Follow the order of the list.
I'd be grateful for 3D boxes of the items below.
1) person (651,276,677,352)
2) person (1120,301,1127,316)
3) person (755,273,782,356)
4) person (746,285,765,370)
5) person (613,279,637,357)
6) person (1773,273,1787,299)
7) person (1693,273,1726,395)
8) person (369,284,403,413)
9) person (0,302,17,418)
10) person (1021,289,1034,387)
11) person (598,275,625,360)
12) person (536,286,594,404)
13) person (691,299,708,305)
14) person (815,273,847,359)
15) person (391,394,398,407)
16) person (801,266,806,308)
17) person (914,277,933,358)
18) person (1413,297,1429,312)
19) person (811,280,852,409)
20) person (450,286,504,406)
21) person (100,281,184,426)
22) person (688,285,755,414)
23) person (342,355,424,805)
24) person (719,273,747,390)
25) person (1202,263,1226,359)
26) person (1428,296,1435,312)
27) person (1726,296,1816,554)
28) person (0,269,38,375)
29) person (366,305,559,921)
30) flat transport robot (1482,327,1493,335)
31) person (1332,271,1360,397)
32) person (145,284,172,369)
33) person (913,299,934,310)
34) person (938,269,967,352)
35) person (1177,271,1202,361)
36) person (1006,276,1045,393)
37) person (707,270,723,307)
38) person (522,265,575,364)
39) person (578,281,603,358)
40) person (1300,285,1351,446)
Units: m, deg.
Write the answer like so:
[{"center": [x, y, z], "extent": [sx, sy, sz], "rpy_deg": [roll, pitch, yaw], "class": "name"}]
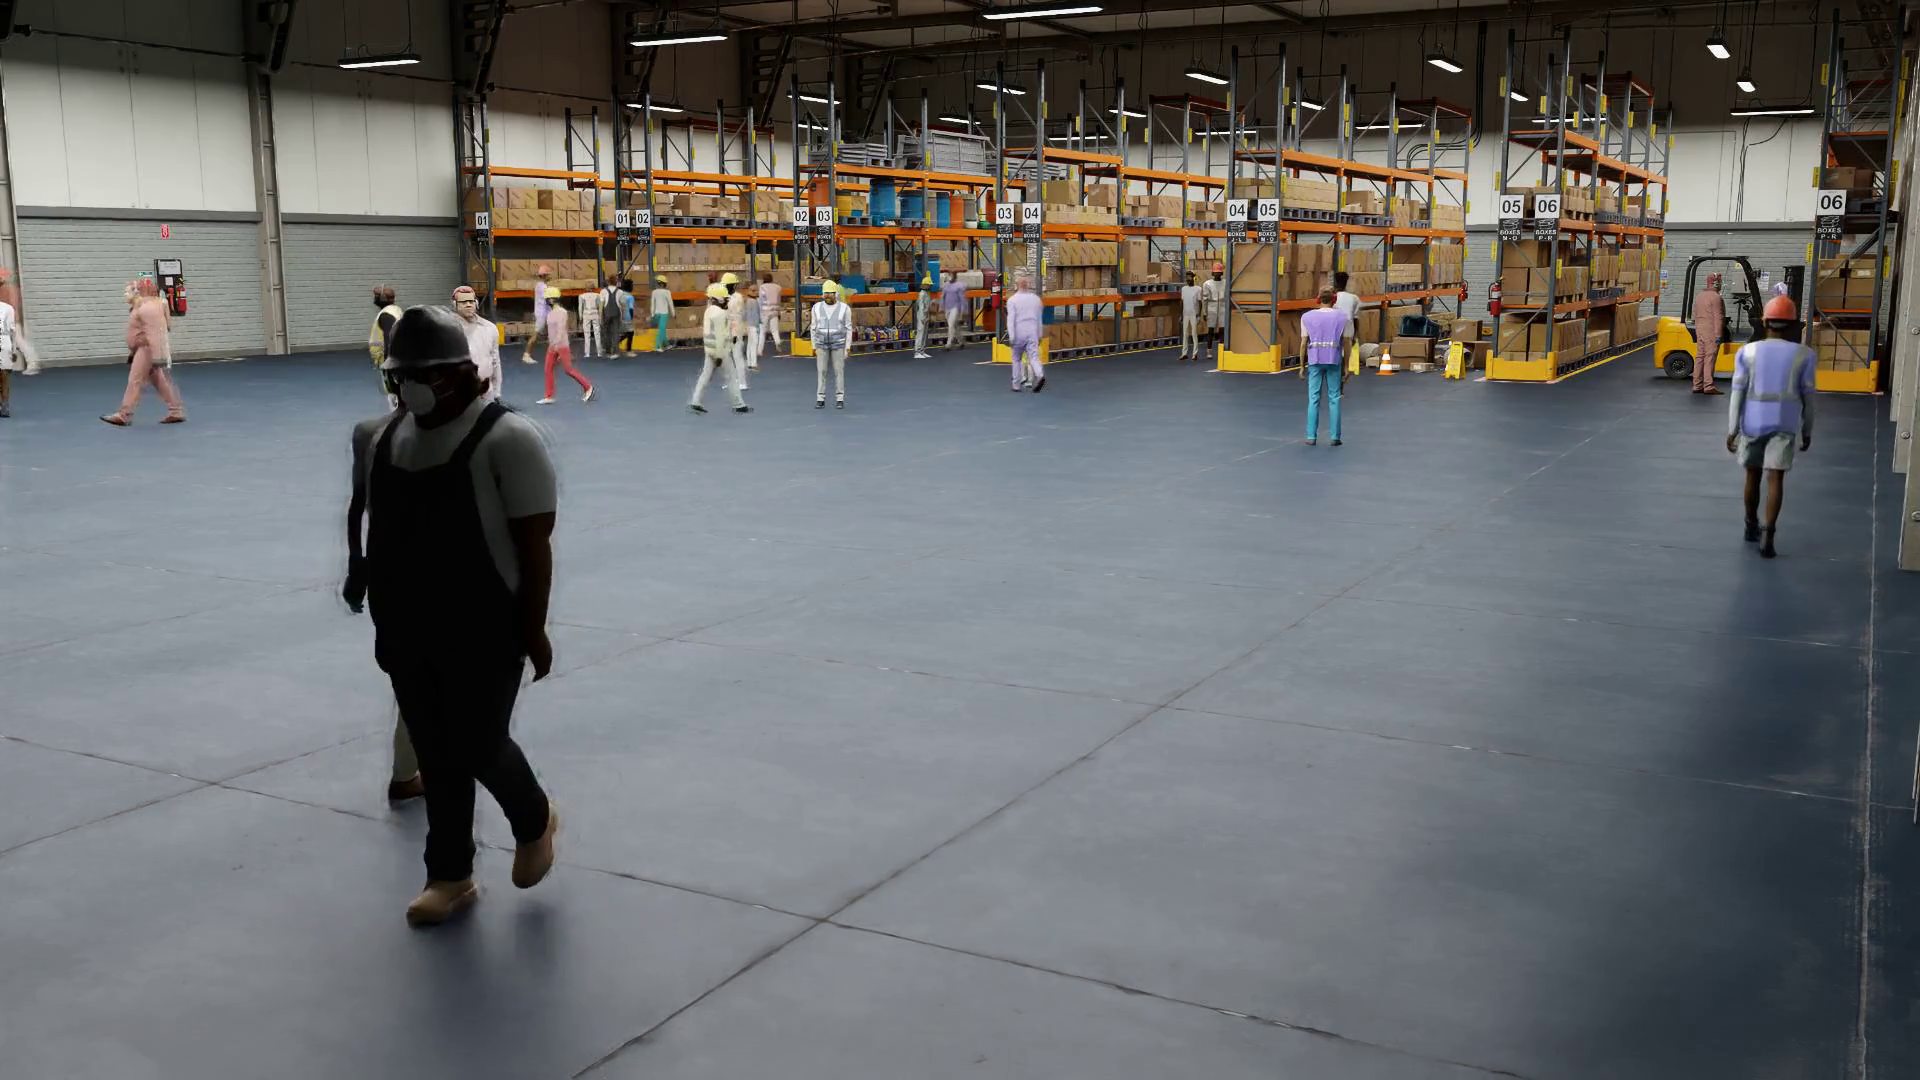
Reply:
[{"center": [-6.709, -5.136, 37.837], "extent": [0.532, 1.727, 0.890], "rpy_deg": [6, 11, 32], "class": "person"}, {"center": [5.007, -7.467, 50.865], "extent": [0.373, 1.933, 0.549], "rpy_deg": [4, 10, 22], "class": "person"}, {"center": [-4.173, -4.921, 36.297], "extent": [0.653, 1.818, 0.693], "rpy_deg": [-6, 11, -32], "class": "person"}, {"center": [-3.930, -4.055, 31.766], "extent": [0.279, 1.634, 0.499], "rpy_deg": [-5, 11, -25], "class": "person"}, {"center": [-7.174, -4.754, 35.694], "extent": [0.445, 1.679, 0.551], "rpy_deg": [-8, 13, -39], "class": "person"}, {"center": [18.372, -5.084, 36.972], "extent": [0.588, 1.918, 0.396], "rpy_deg": [1, 10, 4], "class": "person"}, {"center": [11.863, -3.253, 26.275], "extent": [0.407, 1.910, 0.638], "rpy_deg": [-1, 10, -6], "class": "person"}, {"center": [-6.887, -2.158, 20.060], "extent": [0.429, 1.841, 0.633], "rpy_deg": [-2, 10, -11], "class": "person"}, {"center": [-13.179, -2.632, 22.681], "extent": [0.558, 1.900, 0.965], "rpy_deg": [-6, 11, -30], "class": "person"}, {"center": [1.088, -3.346, 27.609], "extent": [0.531, 1.623, 0.401], "rpy_deg": [-6, 11, -30], "class": "person"}, {"center": [-7.335, -4.681, 35.030], "extent": [0.571, 1.791, 0.984], "rpy_deg": [-3, 10, -15], "class": "person"}, {"center": [-5.875, -2.884, 24.608], "extent": [0.816, 1.736, 0.517], "rpy_deg": [-9, 13, -44], "class": "person"}, {"center": [-6.993, -6.361, 44.919], "extent": [0.538, 1.746, 0.451], "rpy_deg": [5, 11, 27], "class": "person"}, {"center": [-2.735, -4.716, 35.113], "extent": [0.845, 1.808, 0.646], "rpy_deg": [4, 11, 24], "class": "person"}, {"center": [-5.566, -1.522, 17.072], "extent": [0.515, 1.576, 0.882], "rpy_deg": [-1, 10, -4], "class": "person"}, {"center": [-4.869, -7.472, 51.047], "extent": [0.362, 1.883, 0.575], "rpy_deg": [-5, 11, -25], "class": "person"}, {"center": [-0.751, -4.757, 35.619], "extent": [0.385, 1.732, 0.496], "rpy_deg": [3, 10, 17], "class": "person"}, {"center": [12.871, -6.679, 46.429], "extent": [0.585, 1.879, 0.637], "rpy_deg": [-1, 10, -5], "class": "person"}, {"center": [-1.843, -2.790, 23.778], "extent": [0.592, 1.834, 0.404], "rpy_deg": [1, 10, 5], "class": "person"}, {"center": [-4.417, -1.322, 14.972], "extent": [0.643, 1.909, 0.410], "rpy_deg": [-7, 12, -37], "class": "person"}, {"center": [-10.563, -2.393, 21.408], "extent": [1.008, 1.851, 0.668], "rpy_deg": [-6, 11, -30], "class": "person"}, {"center": [-3.346, -2.612, 22.899], "extent": [0.926, 1.789, 0.600], "rpy_deg": [-6, 11, -30], "class": "person"}, {"center": [-2.149, 0.117, 6.755], "extent": [0.556, 1.834, 0.714], "rpy_deg": [5, 11, 25], "class": "person"}, {"center": [-3.704, -3.371, 26.969], "extent": [0.517, 1.907, 0.601], "rpy_deg": [-6, 12, -33], "class": "person"}, {"center": [5.437, -4.836, 35.189], "extent": [0.605, 2.036, 0.407], "rpy_deg": [0, 10, 0], "class": "person"}, {"center": [13.225, -6.778, 47.174], "extent": [0.648, 1.827, 0.596], "rpy_deg": [-6, 11, -31], "class": "person"}, {"center": [6.012, -0.858, 12.331], "extent": [0.564, 1.889, 1.007], "rpy_deg": [5, 11, 28], "class": "person"}, {"center": [-17.342, -3.947, 30.247], "extent": [0.621, 1.946, 1.029], "rpy_deg": [6, 11, 29], "class": "person"}, {"center": [-1.669, 0.242, 5.425], "extent": [0.711, 2.000, 0.551], "rpy_deg": [4, 10, 22], "class": "person"}, {"center": [14.266, -5.787, 45.895], "extent": [0.652, 0.197, 1.431], "rpy_deg": [-2, 10, -9], "class": "flat transport robot"}, {"center": [5.849, -3.169, 25.649], "extent": [0.613, 1.947, 0.415], "rpy_deg": [-2, 10, -10], "class": "person"}, {"center": [-15.388, -4.069, 31.849], "extent": [0.515, 1.636, 0.314], "rpy_deg": [-7, 12, -35], "class": "person"}, {"center": [-1.062, -6.757, 46.775], "extent": [0.565, 1.906, 0.794], "rpy_deg": [4, 10, 22], "class": "person"}, {"center": [-0.122, -5.264, 38.100], "extent": [0.639, 1.904, 0.976], "rpy_deg": [8, 13, 41], "class": "person"}, {"center": [4.802, -4.679, 34.735], "extent": [0.532, 1.871, 0.321], "rpy_deg": [7, 12, 35], "class": "person"}, {"center": [1.069, -3.248, 26.396], "extent": [0.662, 1.861, 0.854], "rpy_deg": [-4, 11, -23], "class": "person"}, {"center": [-5.341, -5.013, 36.699], "extent": [0.578, 1.867, 0.598], "rpy_deg": [6, 11, 30], "class": "person"}, {"center": [-8.395, -4.541, 33.600], "extent": [1.070, 1.991, 0.610], "rpy_deg": [-3, 10, -18], "class": "person"}, {"center": [-7.916, -4.726, 35.679], "extent": [0.515, 1.642, 0.314], "rpy_deg": [-2, 10, -14], "class": "person"}, {"center": [4.187, -1.996, 19.104], "extent": [0.566, 1.841, 0.381], "rpy_deg": [2, 10, 13], "class": "person"}]
